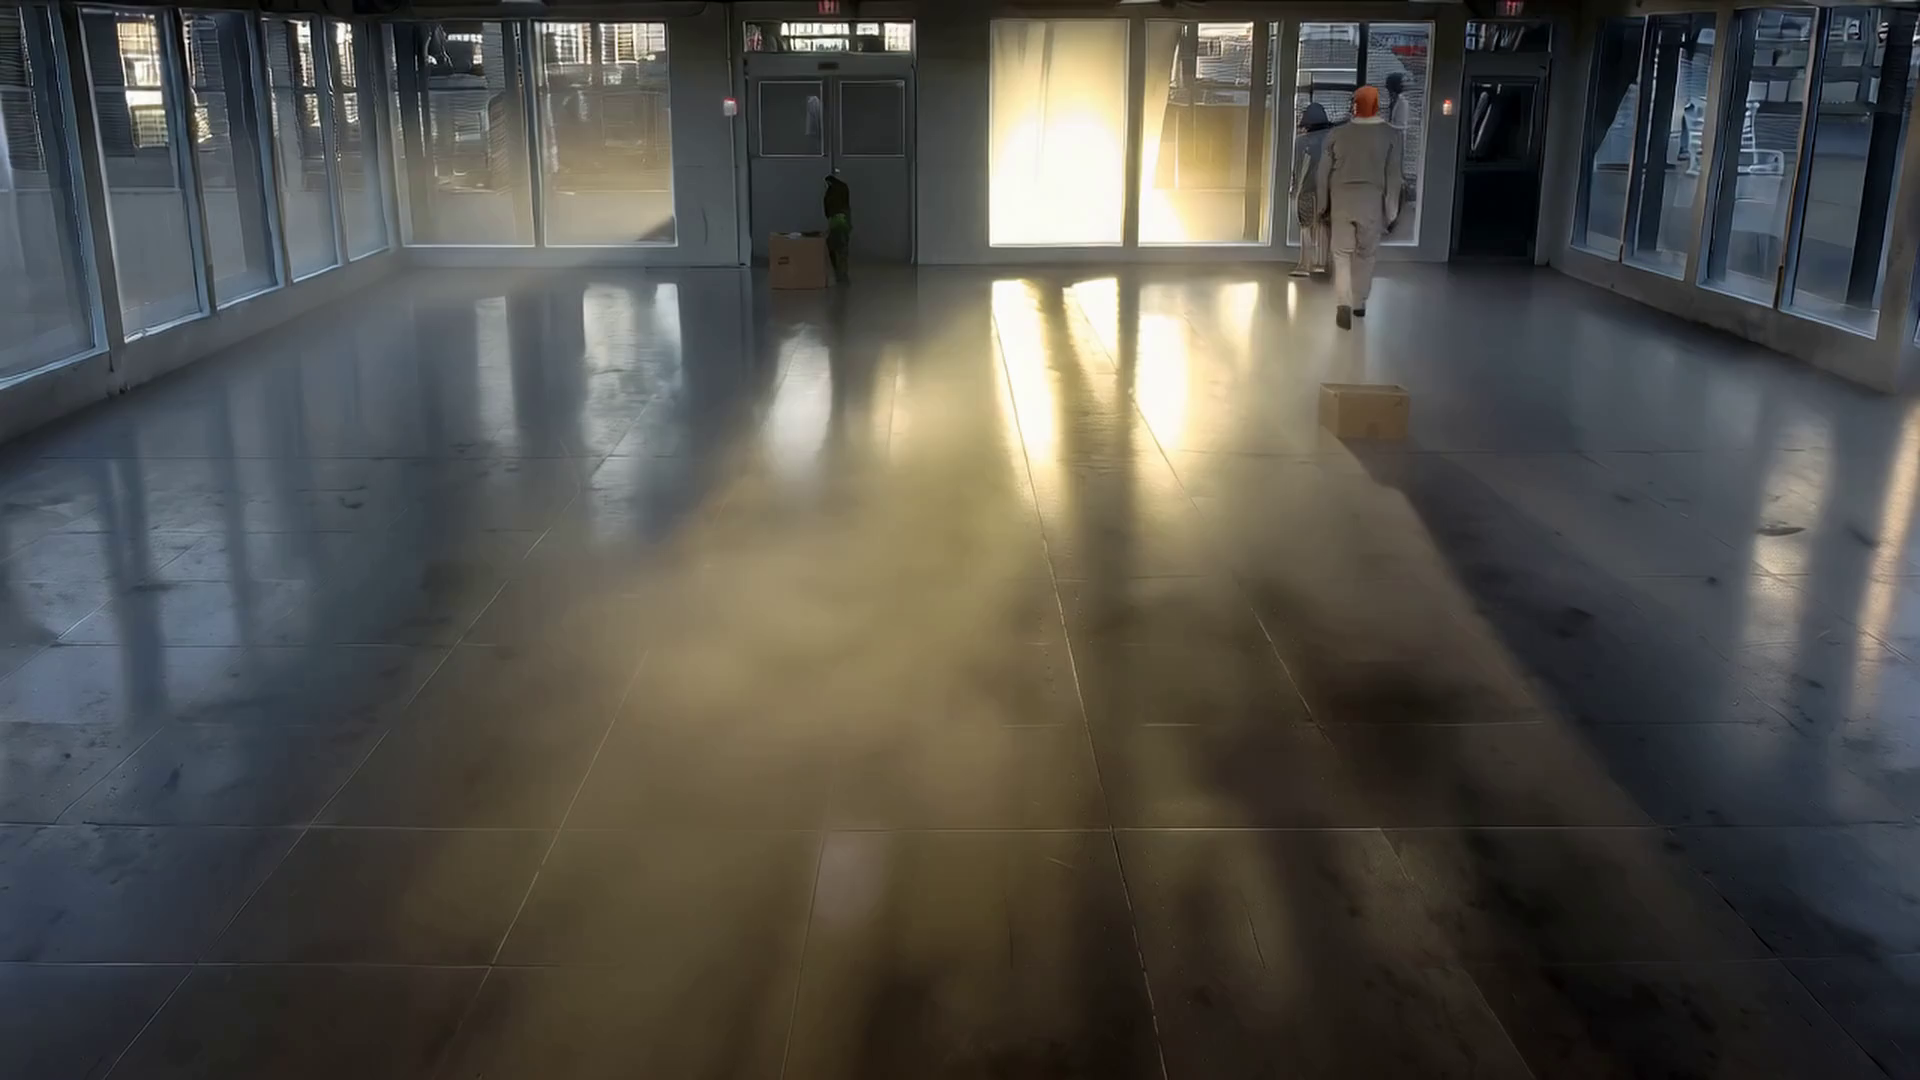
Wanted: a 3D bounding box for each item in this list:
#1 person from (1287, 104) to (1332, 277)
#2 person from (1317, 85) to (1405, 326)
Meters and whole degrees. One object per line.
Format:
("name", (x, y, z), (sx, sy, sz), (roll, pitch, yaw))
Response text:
("person", (3.376, -3.344, 15.957), (0.507, 1.632, 0.272), (-9, 19, -29))
("person", (3.165, -2.654, 13.222), (0.654, 1.867, 0.962), (2, 17, 7))
